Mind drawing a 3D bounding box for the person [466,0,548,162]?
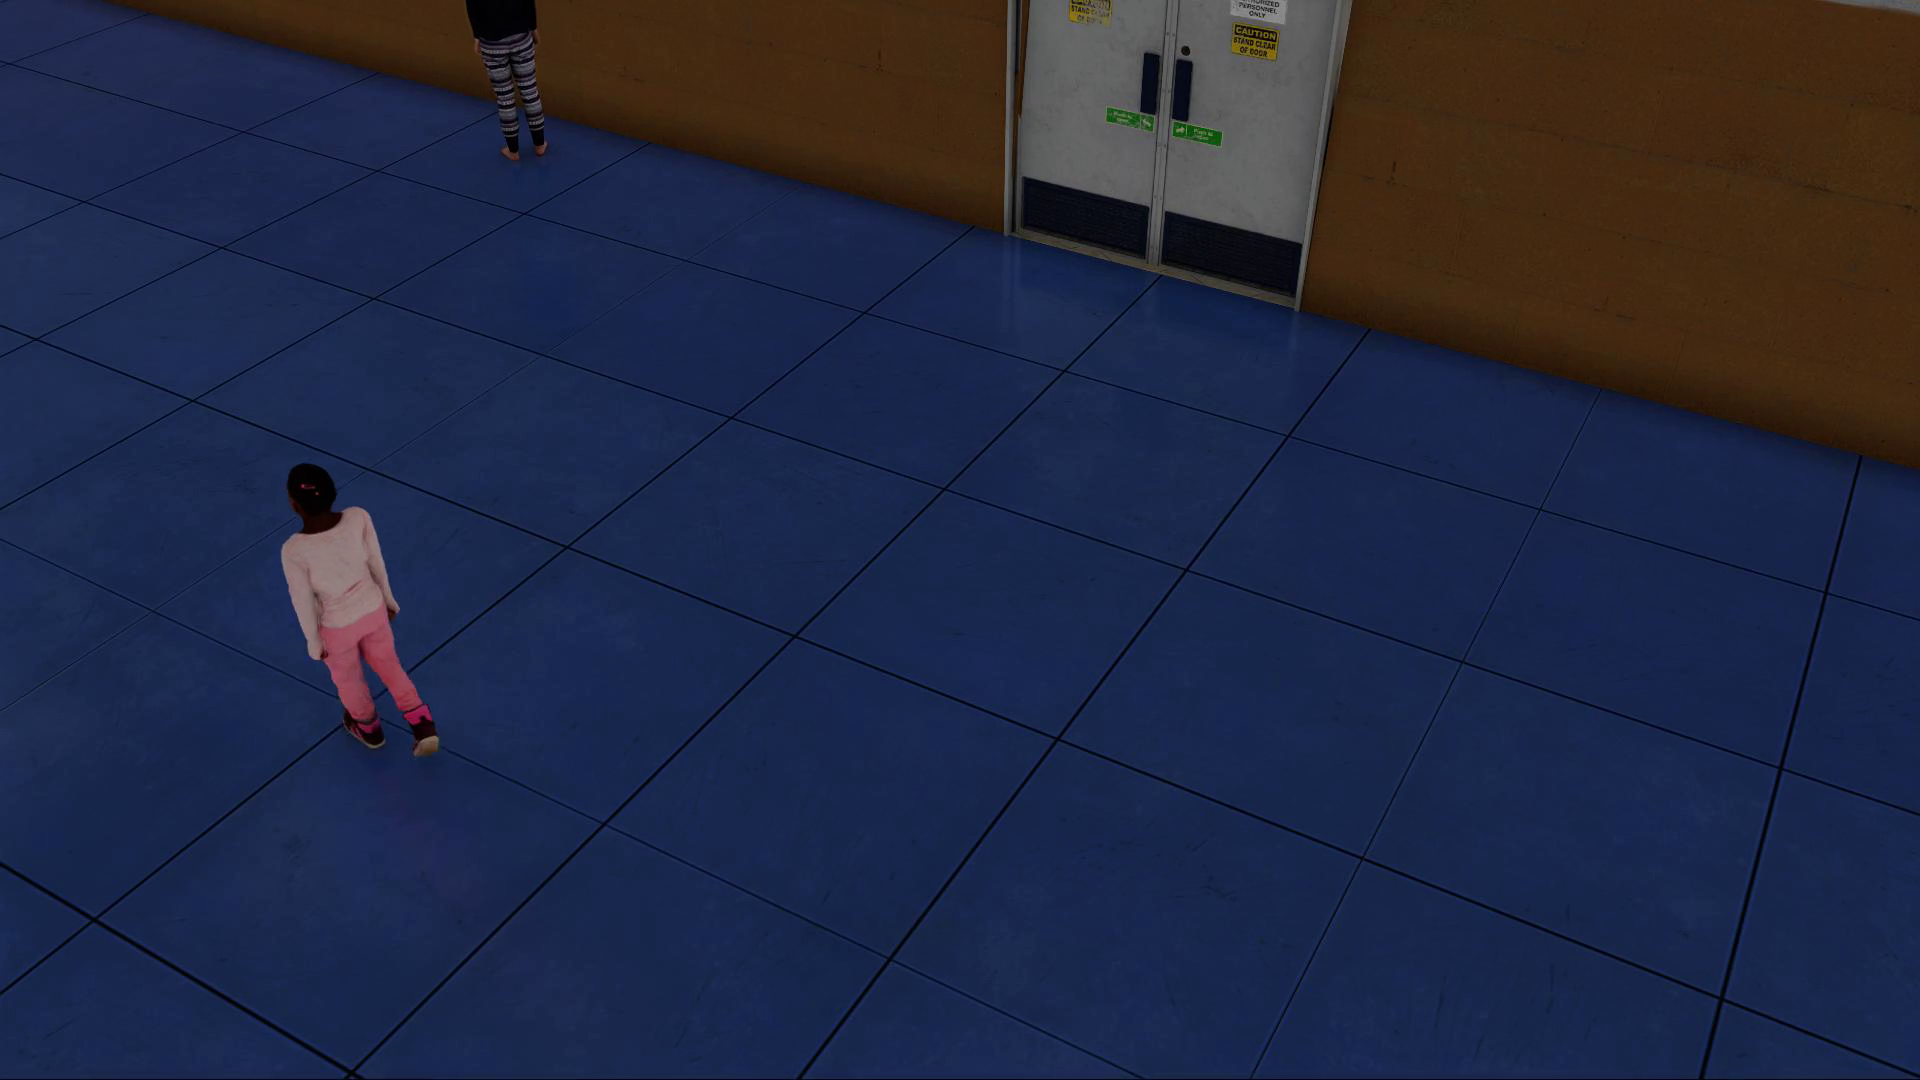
[{"bbox_3d":[-3.064,-3.413,11.198,0.649,1.731,0.748,-16,40,-20],"label":"person"}]

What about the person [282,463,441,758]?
[{"bbox_3d":[-2.346,0.318,6.476,0.734,1.431,0.837,30,46,34],"label":"person"}]
